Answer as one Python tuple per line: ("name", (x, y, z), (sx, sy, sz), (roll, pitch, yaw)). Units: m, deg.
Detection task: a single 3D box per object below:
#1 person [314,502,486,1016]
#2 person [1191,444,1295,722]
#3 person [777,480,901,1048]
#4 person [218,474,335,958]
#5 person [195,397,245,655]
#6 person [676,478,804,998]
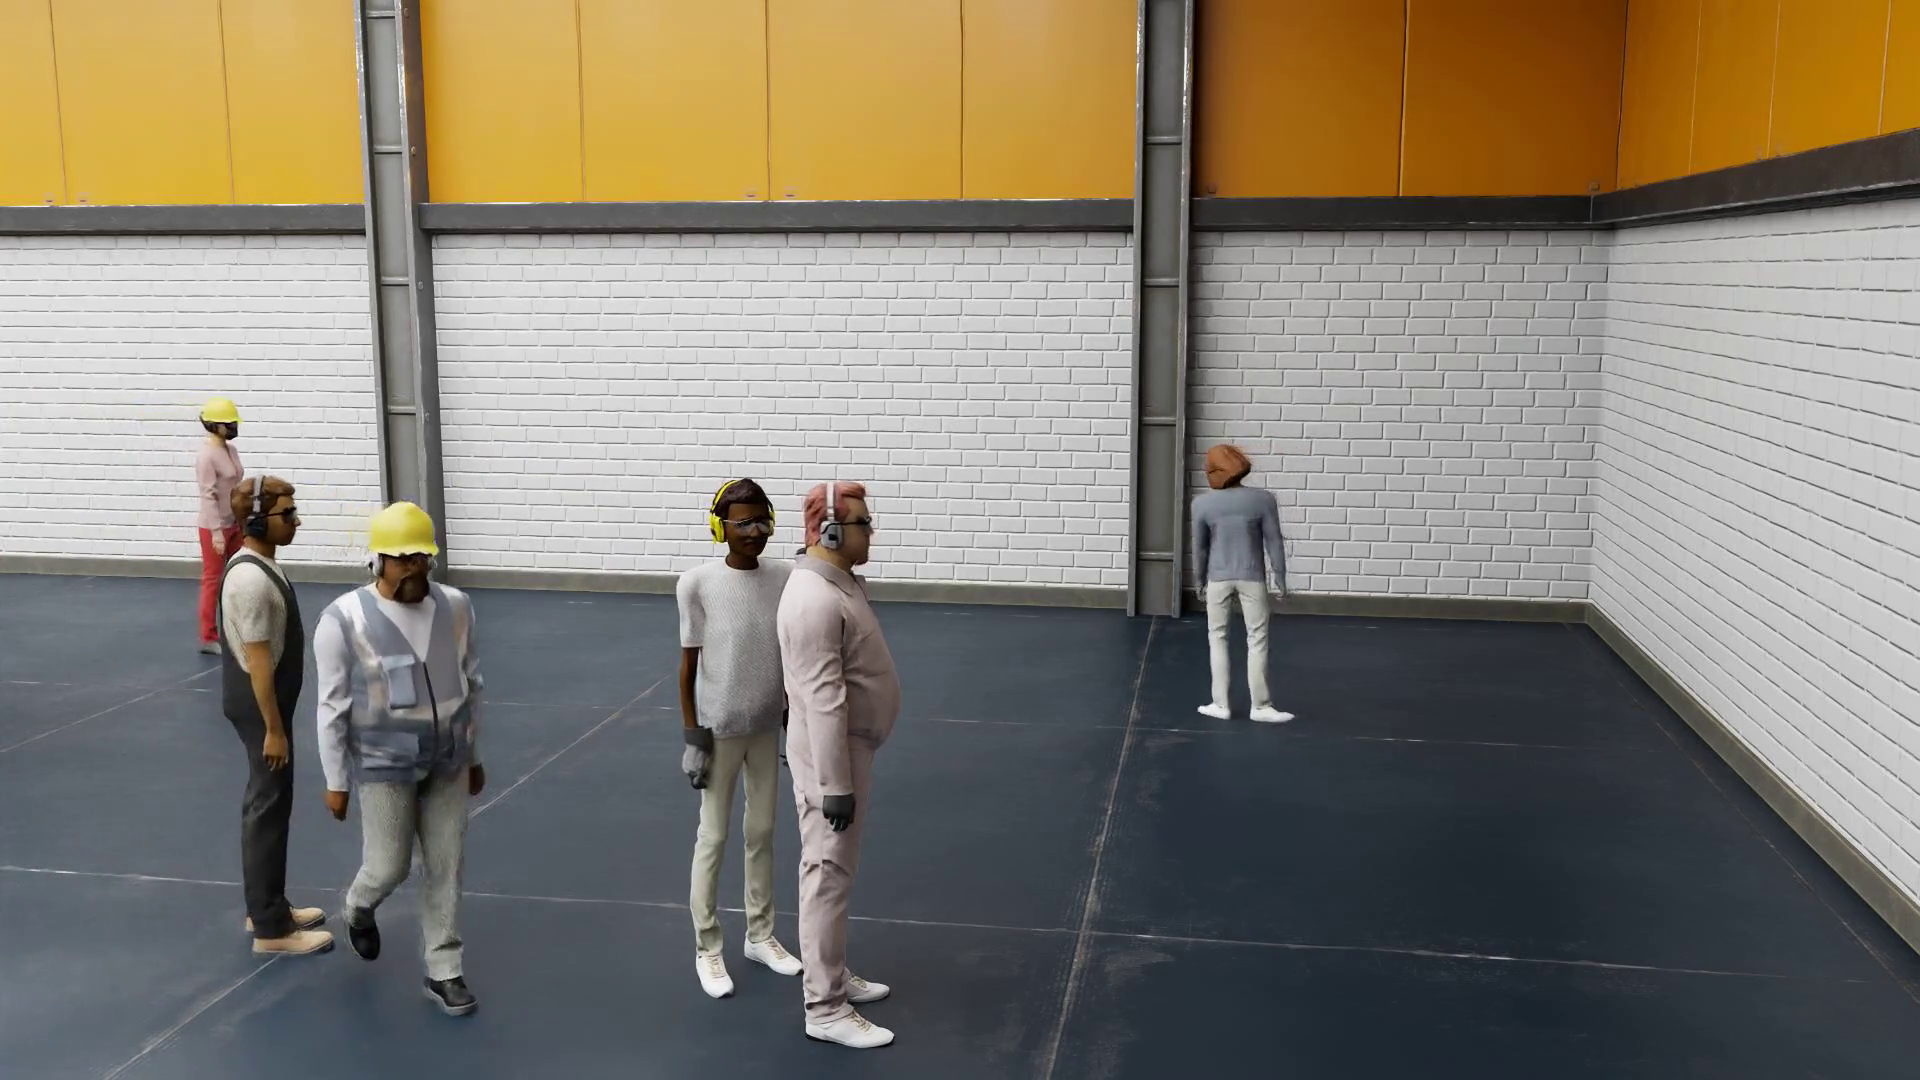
("person", (-1.977, 0.752, 5.902), (0.606, 1.814, 0.649), (-9, 13, -43))
("person", (1.659, 0.250, 9.644), (0.646, 1.612, 0.283), (3, 10, 16))
("person", (-0.405, 0.744, 5.668), (0.411, 1.910, 0.643), (-1, 9, -4))
("person", (-2.632, 0.665, 6.349), (0.328, 1.843, 0.514), (-4, 10, -24))
("person", (-4.953, -0.090, 11.287), (0.414, 1.762, 0.537), (0, 9, 0))
("person", (-0.778, 0.700, 6.056), (0.520, 1.873, 0.333), (-7, 11, -36))
